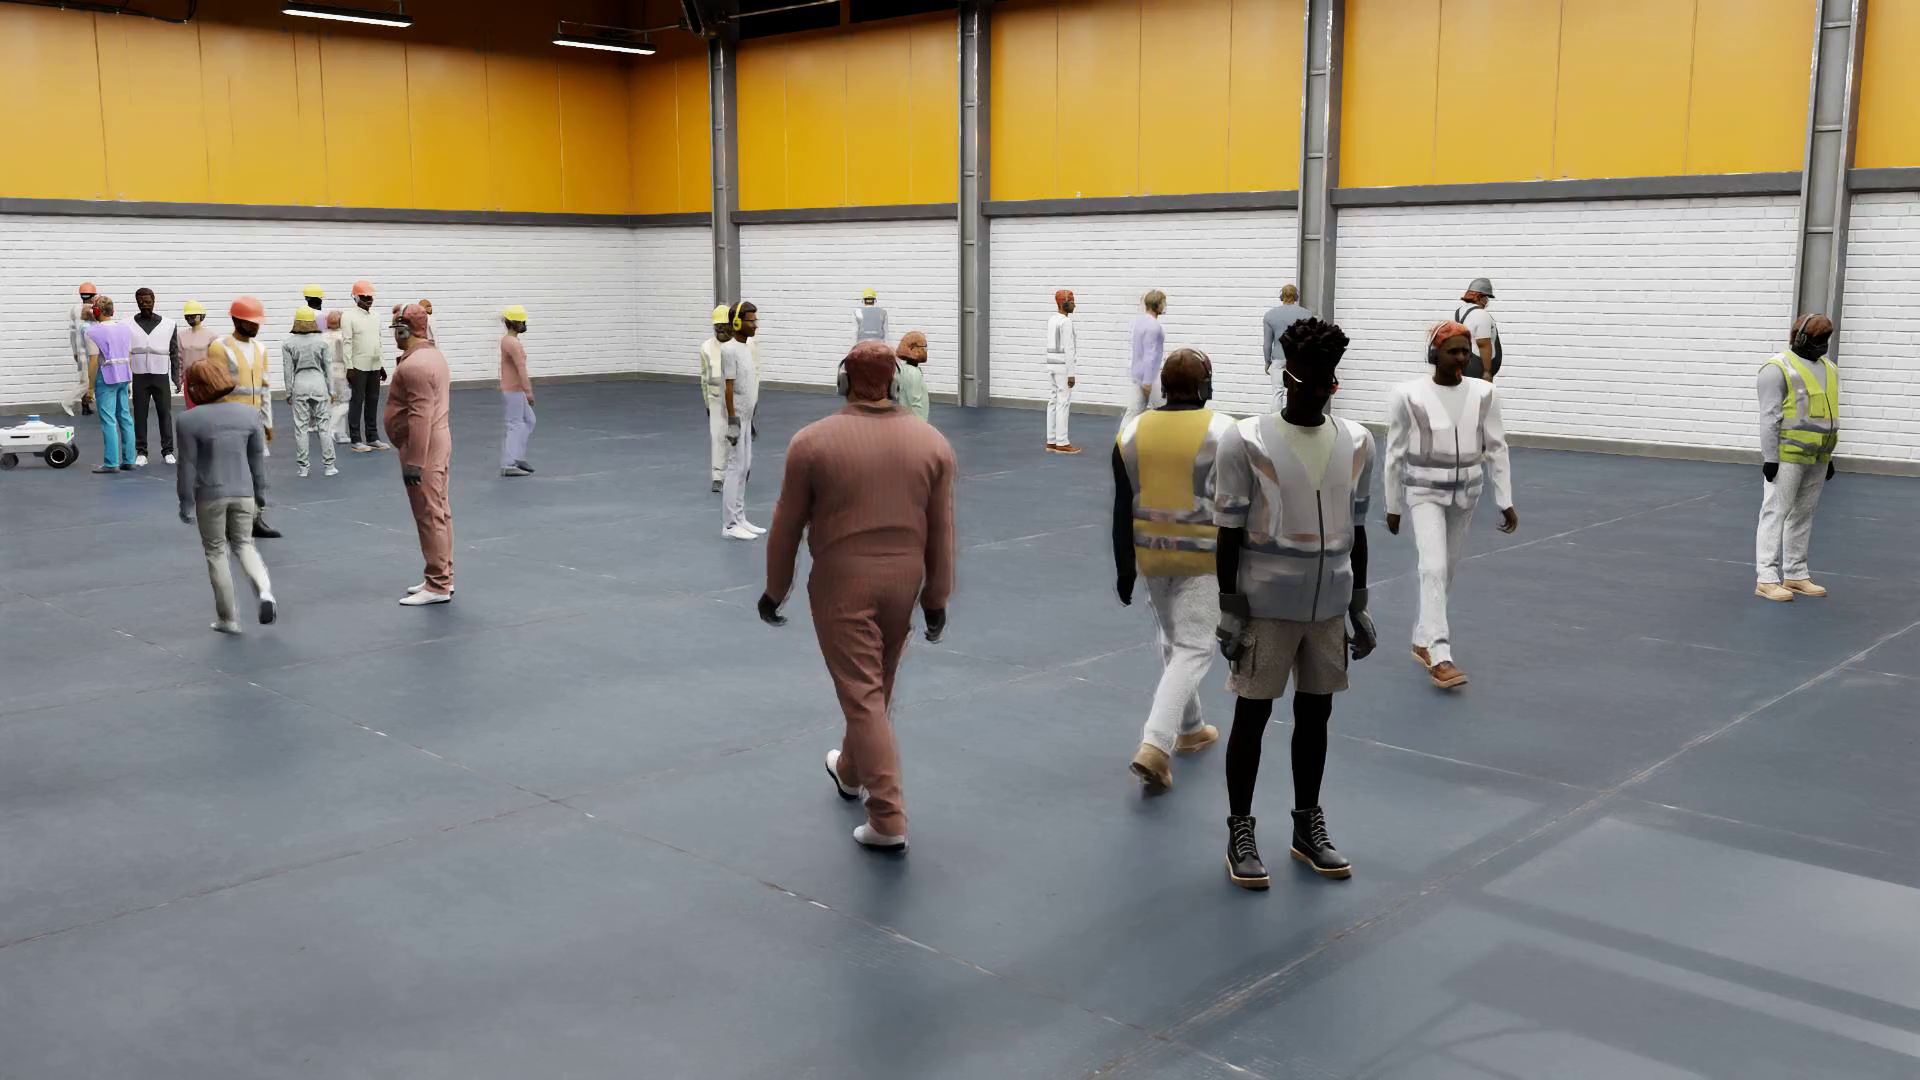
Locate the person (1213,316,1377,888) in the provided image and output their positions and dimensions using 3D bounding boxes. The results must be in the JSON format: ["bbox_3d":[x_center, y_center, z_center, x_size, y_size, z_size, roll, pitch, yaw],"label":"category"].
[{"bbox_3d":[1.161,0.216,5.741,0.603,1.958,0.381,-3,10,-17],"label":"person"}]

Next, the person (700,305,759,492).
[{"bbox_3d":[-2.226,-1.390,16.145,0.582,1.784,0.962,0,9,1],"label":"person"}]

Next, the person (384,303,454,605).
[{"bbox_3d":[-3.436,-0.541,10.552,0.399,1.905,0.643,-1,9,-7],"label":"person"}]

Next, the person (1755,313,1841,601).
[{"bbox_3d":[5.406,-0.533,10.705,0.624,1.840,0.429,-5,10,-26],"label":"person"}]

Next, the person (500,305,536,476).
[{"bbox_3d":[-4.490,-1.521,17.025,0.463,1.753,0.540,-4,10,-23],"label":"person"}]

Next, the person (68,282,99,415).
[{"bbox_3d":[-12.603,-2.770,24.144,0.545,1.929,0.389,0,9,1],"label":"person"}]

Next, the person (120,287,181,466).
[{"bbox_3d":[-8.763,-1.765,18.015,0.589,1.918,0.392,-5,10,-26],"label":"person"}]

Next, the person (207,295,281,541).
[{"bbox_3d":[-5.561,-0.940,12.962,0.459,1.911,0.564,3,10,20],"label":"person"}]

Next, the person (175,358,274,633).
[{"bbox_3d":[-4.232,-0.242,9.598,0.415,1.615,0.506,8,12,41],"label":"person"}]

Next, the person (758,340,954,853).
[{"bbox_3d":[-0.389,0.179,6.275,0.661,1.850,0.987,-5,10,-27],"label":"person"}]

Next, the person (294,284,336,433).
[{"bbox_3d":[-8.314,-2.336,21.483,0.587,1.927,0.363,5,10,28],"label":"person"}]

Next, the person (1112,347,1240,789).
[{"bbox_3d":[0.922,0.099,6.948,0.623,1.805,0.924,7,12,38],"label":"person"}]

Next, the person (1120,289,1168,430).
[{"bbox_3d":[2.137,-1.731,17.874,0.990,1.889,0.659,-1,9,-7],"label":"person"}]

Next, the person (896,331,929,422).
[{"bbox_3d":[-0.359,-0.831,13.149,0.287,1.635,0.500,-2,9,-10],"label":"person"}]

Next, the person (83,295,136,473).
[{"bbox_3d":[-8.828,-1.613,17.293,0.389,1.846,0.567,3,10,16],"label":"person"}]

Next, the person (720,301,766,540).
[{"bbox_3d":[-1.723,-0.941,13.120,0.310,1.865,0.532,1,9,9],"label":"person"}]

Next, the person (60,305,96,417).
[{"bbox_3d":[-12.419,-2.537,23.667,0.738,1.611,0.522,-2,9,-11],"label":"person"}]

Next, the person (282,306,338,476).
[{"bbox_3d":[-6.667,-1.523,17.057,0.484,1.745,0.297,-3,10,-18],"label":"person"}]

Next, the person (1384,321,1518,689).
[{"bbox_3d":[2.522,-0.179,8.503,0.589,1.846,0.905,-2,9,-10],"label":"person"}]

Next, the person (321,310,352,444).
[{"bbox_3d":[-7.514,-1.948,20.003,0.531,1.619,0.456,5,11,30],"label":"person"}]

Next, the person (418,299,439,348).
[{"bbox_3d":[-8.637,-3.071,26.889,0.507,1.631,0.268,4,10,22],"label":"person"}]

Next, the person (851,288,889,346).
[{"bbox_3d":[-1.405,-3.022,25.987,0.601,1.827,0.404,-2,9,-12],"label":"person"}]

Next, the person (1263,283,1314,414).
[{"bbox_3d":[4.098,-2.230,20.797,0.632,1.940,0.372,2,10,14],"label":"person"}]

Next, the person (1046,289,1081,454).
[{"bbox_3d":[1.179,-1.936,19.164,0.340,1.882,0.585,-3,10,-19],"label":"person"}]

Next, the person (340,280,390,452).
[{"bbox_3d":[-6.910,-2.023,19.355,0.397,1.992,0.623,4,10,22],"label":"person"}]

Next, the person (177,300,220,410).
[{"bbox_3d":[-8.549,-1.800,18.685,0.523,1.769,0.315,1,9,4],"label":"person"}]

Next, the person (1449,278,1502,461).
[{"bbox_3d":[5.753,-1.907,18.507,0.535,2.000,0.672,-3,10,-16],"label":"person"}]

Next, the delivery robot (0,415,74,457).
[{"bbox_3d":[-9.861,-1.088,17.742,0.707,0.478,0.477,-3,10,-20],"label":"delivery robot"}]
